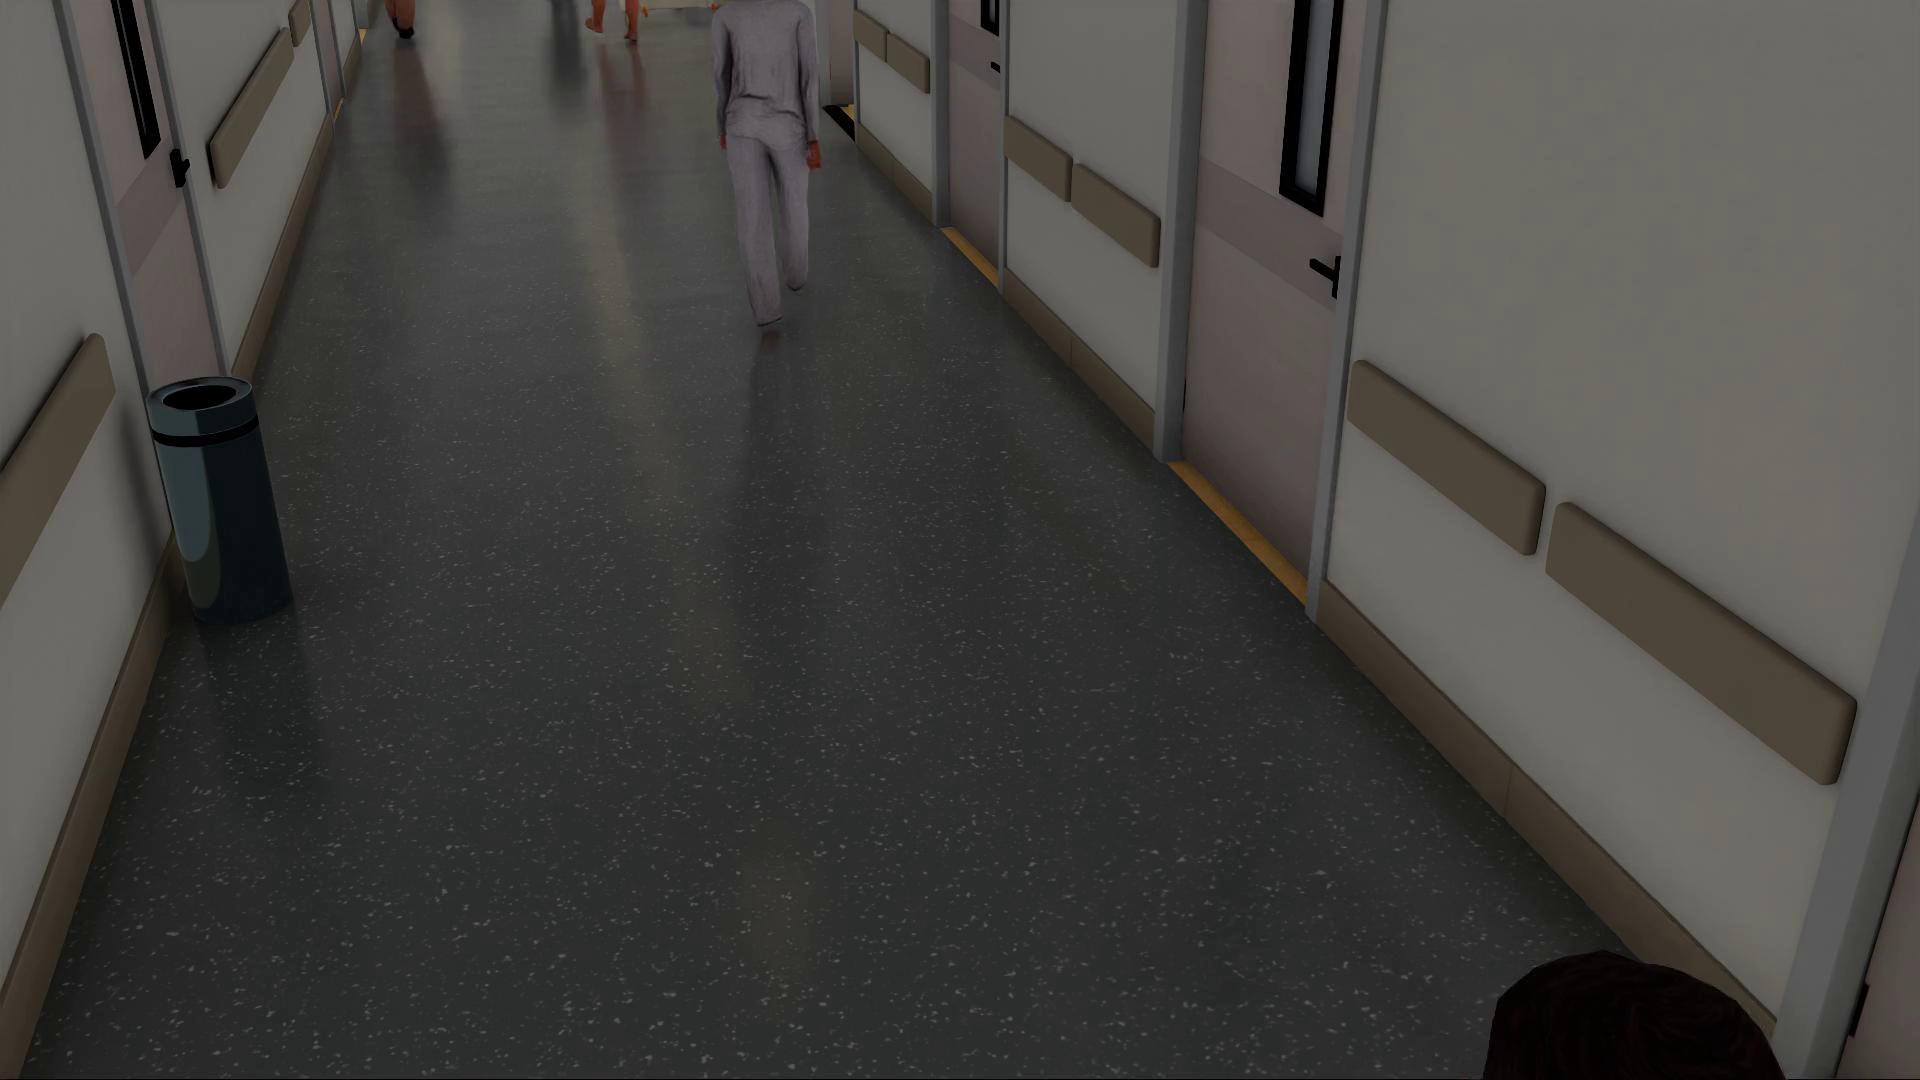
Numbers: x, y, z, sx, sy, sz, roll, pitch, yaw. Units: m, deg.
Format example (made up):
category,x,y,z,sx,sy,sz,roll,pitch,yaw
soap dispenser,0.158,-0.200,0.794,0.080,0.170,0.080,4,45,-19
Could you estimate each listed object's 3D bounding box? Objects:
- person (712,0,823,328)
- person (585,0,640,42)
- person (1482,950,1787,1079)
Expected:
category,x,y,z,sx,sy,sz,roll,pitch,yaw
person,-0.883,-1.807,7.541,1.117,1.690,0.892,0,26,-1
person,-3.038,-5.325,14.724,1.058,1.786,0.934,-14,29,-26
person,0.417,1.064,1.464,1.205,1.796,0.930,-1,26,-1
